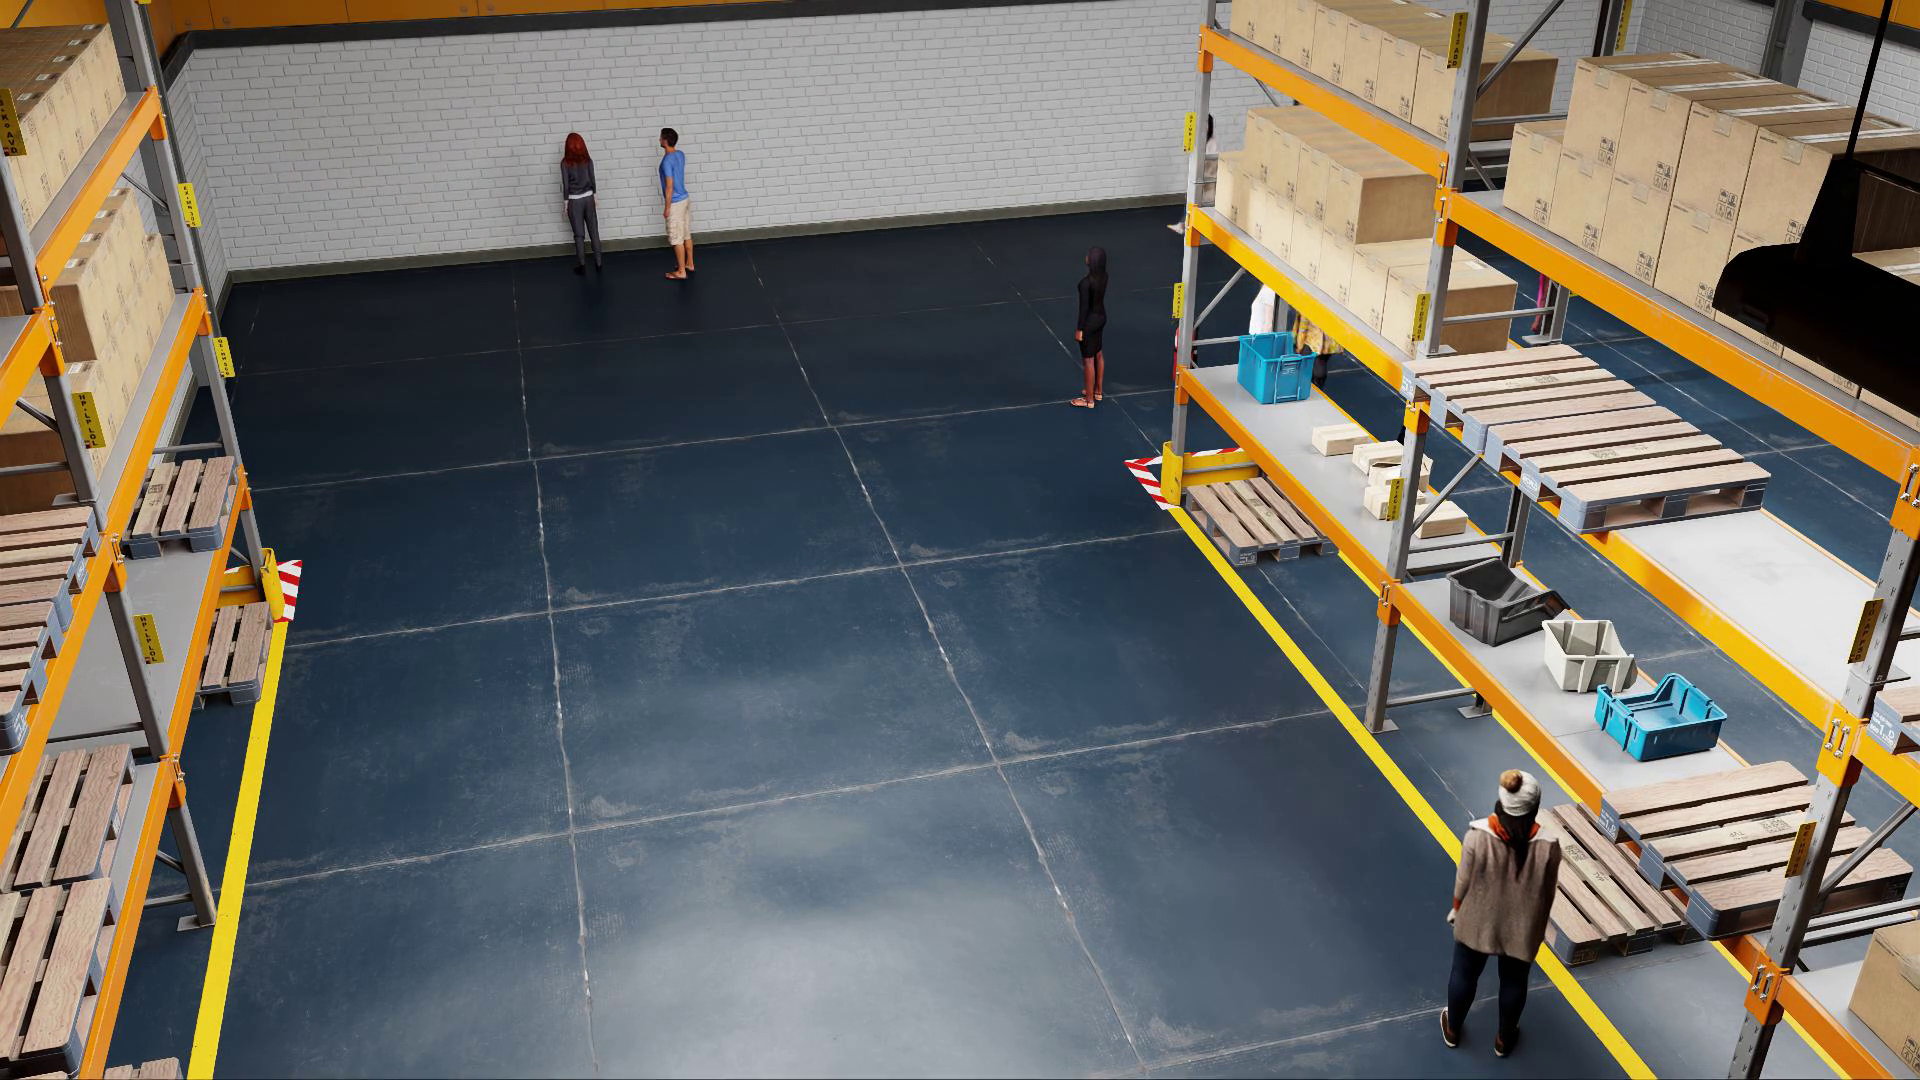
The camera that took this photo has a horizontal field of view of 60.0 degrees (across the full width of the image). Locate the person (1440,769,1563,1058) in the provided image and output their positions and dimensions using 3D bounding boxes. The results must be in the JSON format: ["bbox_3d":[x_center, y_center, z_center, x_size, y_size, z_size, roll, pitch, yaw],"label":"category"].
[{"bbox_3d":[2.976,2.049,9.167,0.822,1.901,0.858,10,30,17],"label":"person"}]

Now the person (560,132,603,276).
[{"bbox_3d":[-4.734,-4.205,20.760,0.645,1.779,0.590,-17,33,-28],"label":"person"}]

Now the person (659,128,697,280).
[{"bbox_3d":[-3.513,-4.188,20.642,0.809,1.863,0.701,9,30,15],"label":"person"}]

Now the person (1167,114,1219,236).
[{"bbox_3d":[3.297,-4.843,22.113,0.912,1.603,1.034,-18,33,-29],"label":"person"}]

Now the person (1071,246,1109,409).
[{"bbox_3d":[1.358,-2.214,17.173,0.732,1.720,0.677,16,33,27],"label":"person"}]
